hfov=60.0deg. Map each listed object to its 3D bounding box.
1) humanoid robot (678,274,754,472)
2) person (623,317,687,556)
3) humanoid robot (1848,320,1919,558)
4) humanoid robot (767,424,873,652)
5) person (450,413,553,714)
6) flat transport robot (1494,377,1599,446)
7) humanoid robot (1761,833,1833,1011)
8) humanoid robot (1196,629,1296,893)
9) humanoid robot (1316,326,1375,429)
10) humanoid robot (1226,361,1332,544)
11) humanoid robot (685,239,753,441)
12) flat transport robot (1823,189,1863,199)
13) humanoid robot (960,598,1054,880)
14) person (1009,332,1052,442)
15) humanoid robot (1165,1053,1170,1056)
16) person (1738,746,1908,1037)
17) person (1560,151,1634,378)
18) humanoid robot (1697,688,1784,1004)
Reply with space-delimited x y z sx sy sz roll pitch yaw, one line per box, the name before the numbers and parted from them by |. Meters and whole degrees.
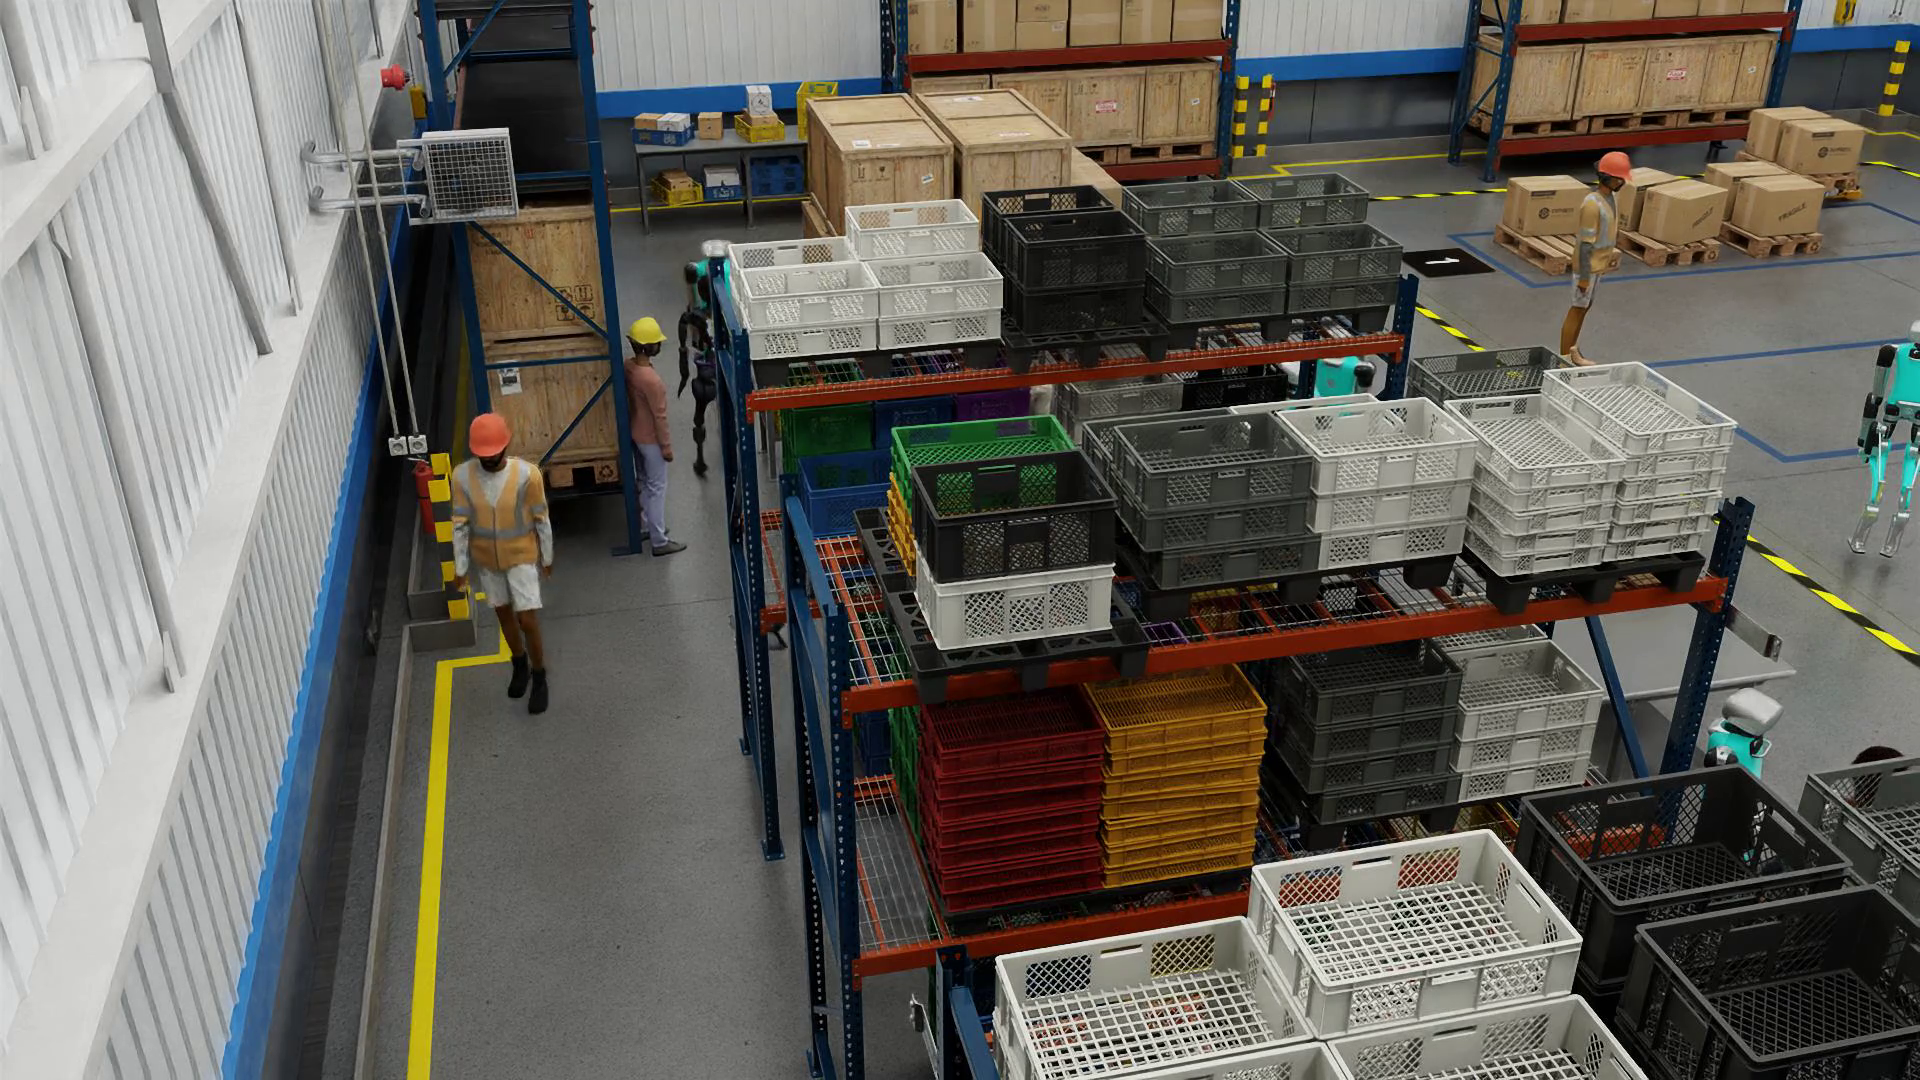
humanoid robot | -1.908 -1.290 12.971 0.600 1.648 0.357 -10 29 -18
person | -2.197 -0.744 11.861 0.337 1.759 0.526 -17 32 -29
humanoid robot | 6.515 -0.636 11.533 0.533 1.677 0.735 13 31 24
humanoid robot | -0.917 -0.002 10.583 0.707 1.647 0.616 -4 28 -7
person | -2.758 0.155 9.982 0.563 1.916 0.630 1 28 2
flat transport robot | 4.780 -1.036 14.013 0.659 0.231 1.431 -6 28 -12
humanoid robot | 3.455 1.881 6.972 0.466 1.649 0.610 -11 30 -20
humanoid robot | 1.480 1.160 8.368 0.724 1.635 0.586 -4 28 -8
humanoid robot | 2.755 -0.763 11.894 0.531 1.741 0.776 20 34 33
humanoid robot | 1.996 -0.326 11.025 0.747 1.732 0.530 -18 33 -30
humanoid robot | -1.897 -1.656 13.612 0.542 1.790 0.696 3 28 5
flat transport robot | 10.101 -4.277 20.132 1.431 0.197 0.652 -6 28 -12
humanoid robot | 0.156 1.165 8.330 0.658 1.858 0.557 -12 30 -21
person | 0.430 -0.631 11.569 0.506 1.837 0.332 22 35 36
humanoid robot | 0.756 2.358 6.115 0.764 1.635 0.611 -1 28 -2
person | 3.637 1.705 7.061 0.385 1.907 0.653 1 28 1
person | 5.629 -2.439 14.774 0.375 2.042 0.604 17 32 29
humanoid robot | 3.631 1.491 7.499 0.735 1.677 0.533 21 34 34
